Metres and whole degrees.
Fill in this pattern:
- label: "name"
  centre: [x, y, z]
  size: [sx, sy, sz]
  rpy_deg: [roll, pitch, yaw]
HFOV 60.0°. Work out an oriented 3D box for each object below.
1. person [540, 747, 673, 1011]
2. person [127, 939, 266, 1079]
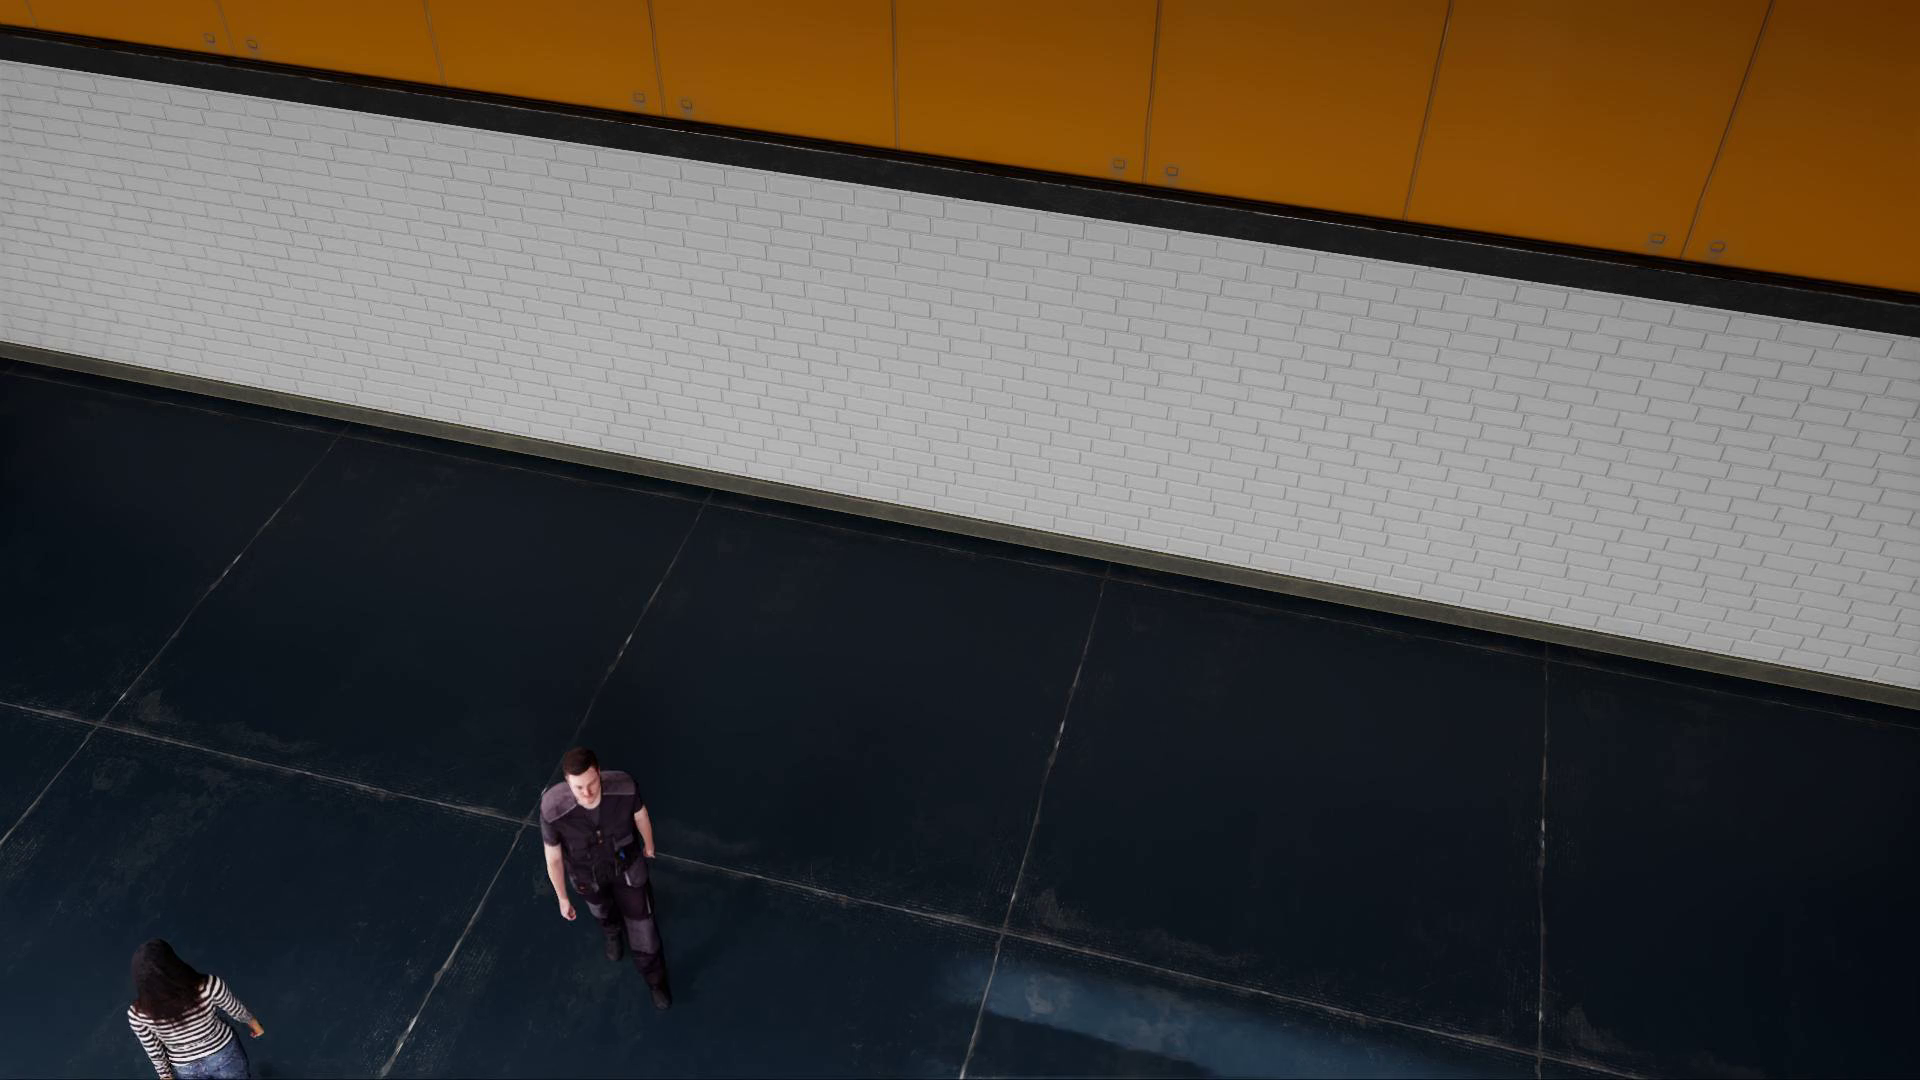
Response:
- label: "person"
  centre: [-1.924, 1.663, 8.891]
  size: [0.987, 1.818, 1.097]
  rpy_deg: [-11, 45, -11]
- label: "person"
  centre: [-3.566, 2.595, 7.973]
  size: [1.065, 1.733, 1.202]
  rpy_deg: [-16, 46, -17]
